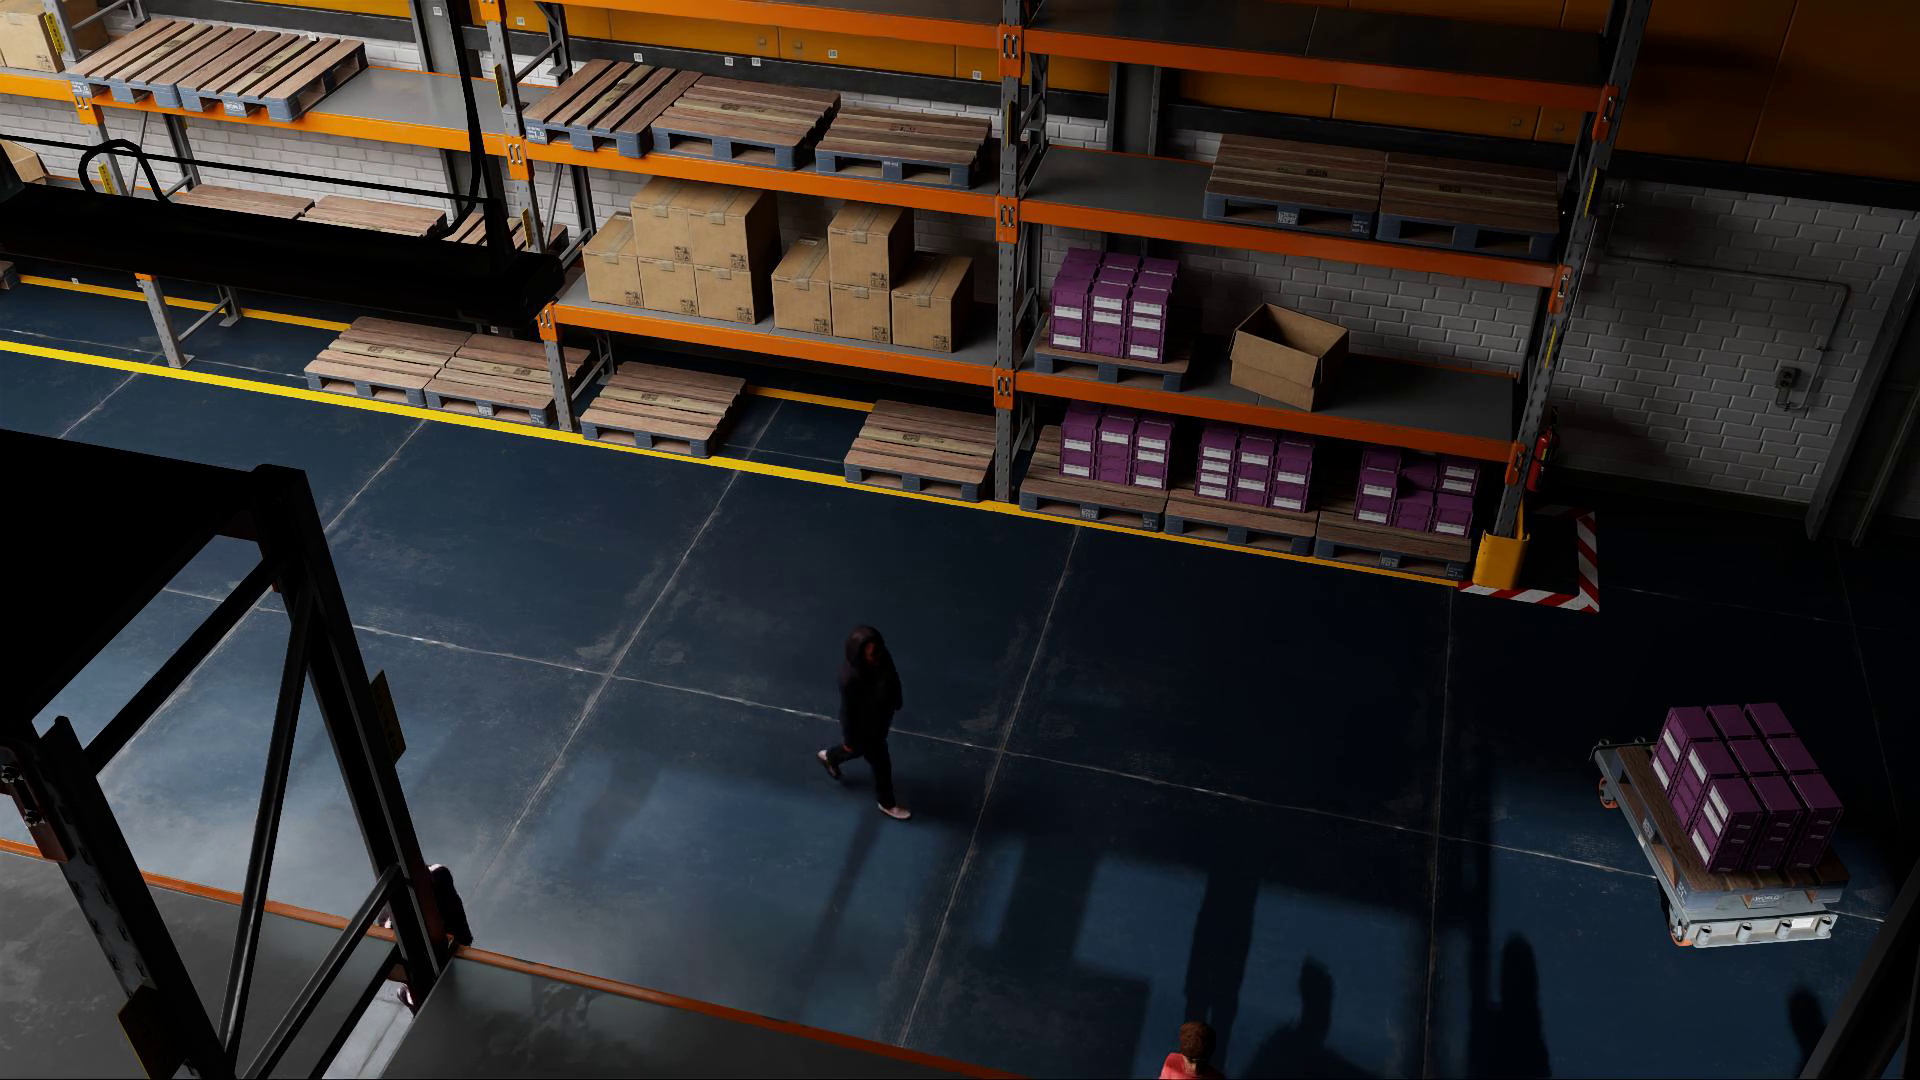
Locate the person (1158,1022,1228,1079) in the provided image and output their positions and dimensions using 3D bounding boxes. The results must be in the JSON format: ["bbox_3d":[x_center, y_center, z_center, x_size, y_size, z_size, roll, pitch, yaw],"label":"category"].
[{"bbox_3d":[1.198,3.016,8.691,0.513,1.413,0.637,21,43,24],"label":"person"}]

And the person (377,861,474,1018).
[{"bbox_3d":[-2.960,2.334,9.224,1.091,1.816,0.774,16,41,19],"label":"person"}]

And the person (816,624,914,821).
[{"bbox_3d":[-0.665,1.152,10.880,1.053,1.595,0.762,17,42,20],"label":"person"}]
